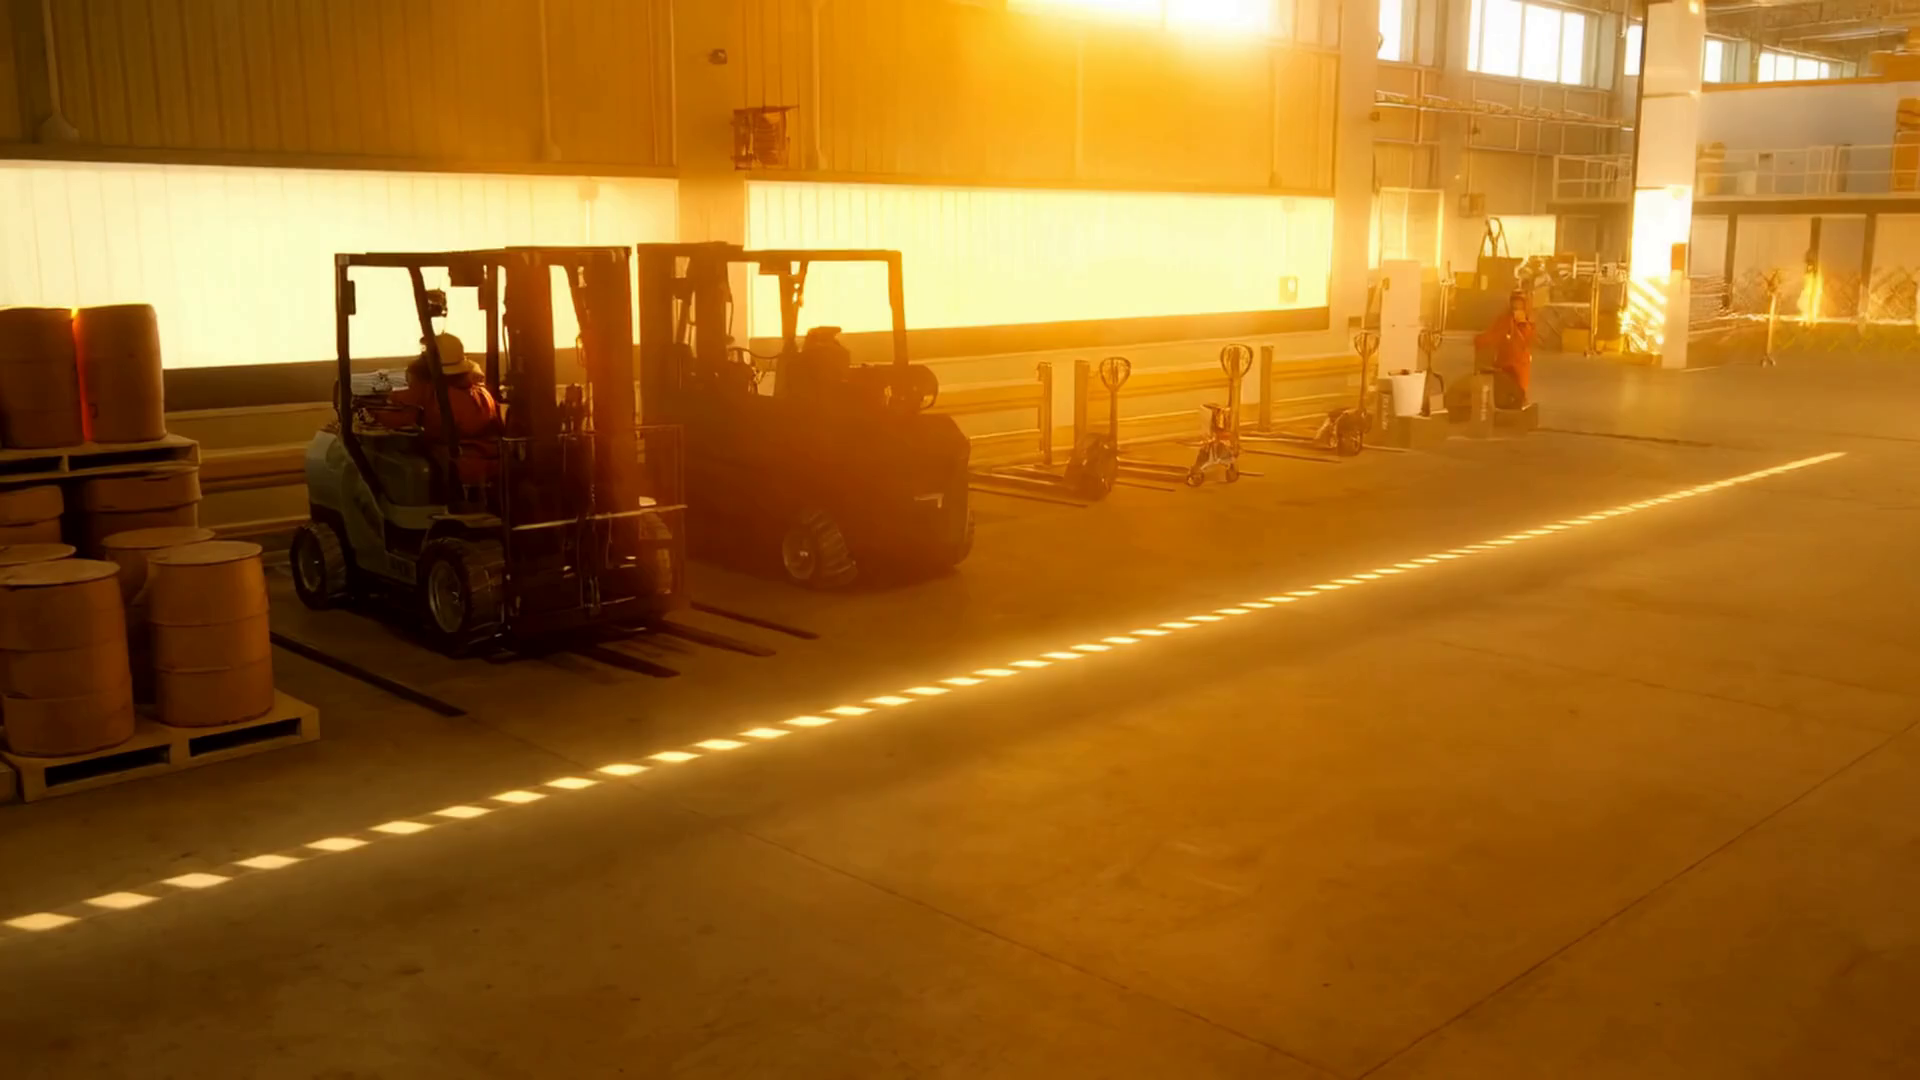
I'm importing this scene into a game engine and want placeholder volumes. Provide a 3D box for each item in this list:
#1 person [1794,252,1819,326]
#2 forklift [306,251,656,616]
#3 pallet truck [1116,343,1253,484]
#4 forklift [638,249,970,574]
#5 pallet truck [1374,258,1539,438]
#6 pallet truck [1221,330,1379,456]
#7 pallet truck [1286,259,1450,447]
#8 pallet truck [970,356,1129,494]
[{"bbox_3d":[20.829,-6.142,40.794,0.542,1.834,0.533,-8,13,-39],"label":"person"},{"bbox_3d":[-2.833,-0.669,9.694,1.157,1.987,2.680,-10,14,-44],"label":"forklift"},{"bbox_3d":[1.962,-1.215,15.415,1.522,1.261,0.704,10,14,43],"label":"pallet truck"},{"bbox_3d":[-1.173,-0.958,11.239,2.680,1.987,1.157,10,14,43],"label":"forklift"},{"bbox_3d":[5.704,-2.208,18.901,1.885,1.965,0.823,10,14,43],"label":"pallet truck"},{"bbox_3d":[3.563,-1.581,17.381,0.653,1.274,1.630,-10,14,-44],"label":"pallet truck"},{"bbox_3d":[4.493,-2.078,18.196,0.823,1.965,1.885,-9,14,-40],"label":"pallet truck"},{"bbox_3d":[0.784,-1.085,14.876,0.680,1.201,1.601,-10,14,-44],"label":"pallet truck"}]
